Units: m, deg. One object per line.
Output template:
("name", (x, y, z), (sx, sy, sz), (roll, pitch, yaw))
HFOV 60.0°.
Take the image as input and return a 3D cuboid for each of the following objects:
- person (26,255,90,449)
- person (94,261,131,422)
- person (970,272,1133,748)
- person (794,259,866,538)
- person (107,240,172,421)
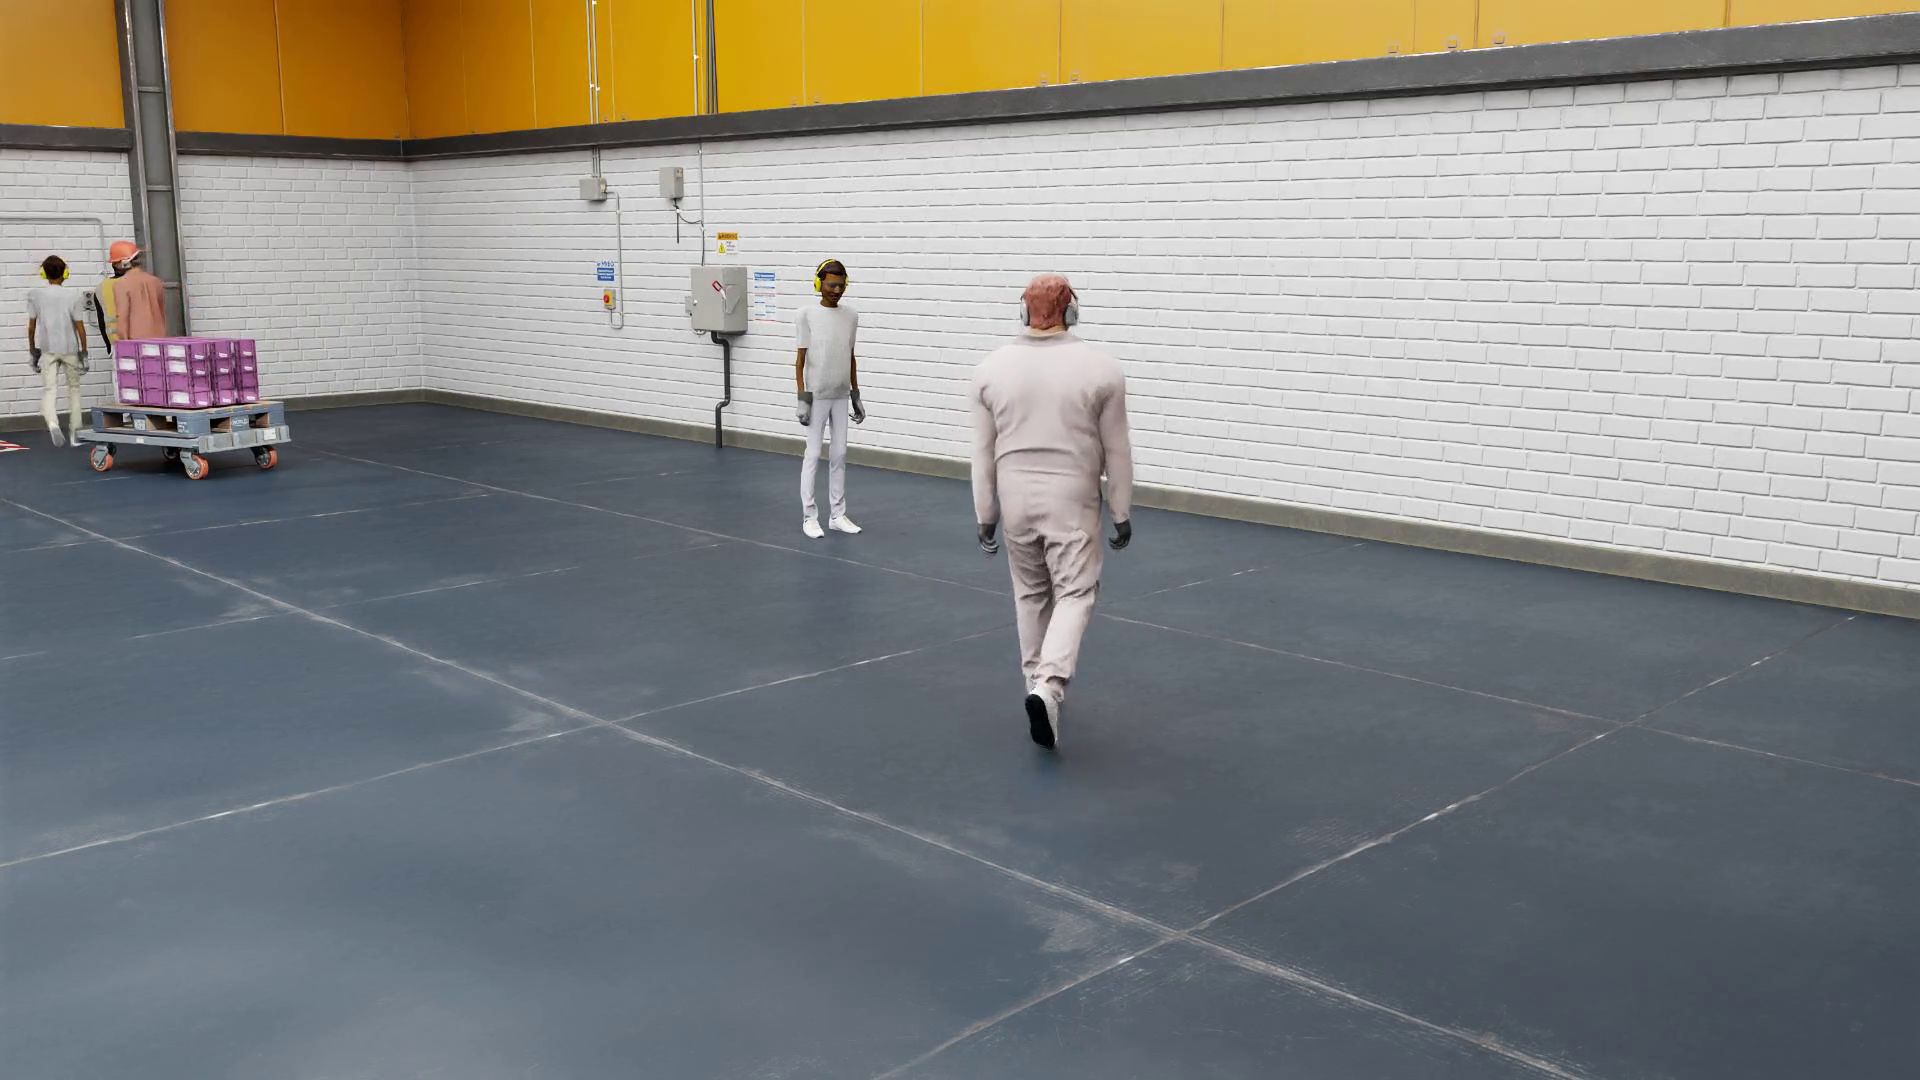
("person", (-8.536, -1.763, 15.720), (0.527, 1.842, 0.798), (-4, 11, -19))
("person", (-8.586, -2.044, 17.238), (0.627, 1.844, 0.429), (1, 10, 8))
("person", (0.356, -0.135, 6.712), (0.648, 1.880, 0.854), (4, 11, 19))
("person", (-0.877, -0.953, 11.228), (0.518, 1.865, 0.326), (-7, 13, -35))
("person", (-8.057, -1.950, 16.379), (0.498, 1.966, 0.656), (5, 12, 25))
